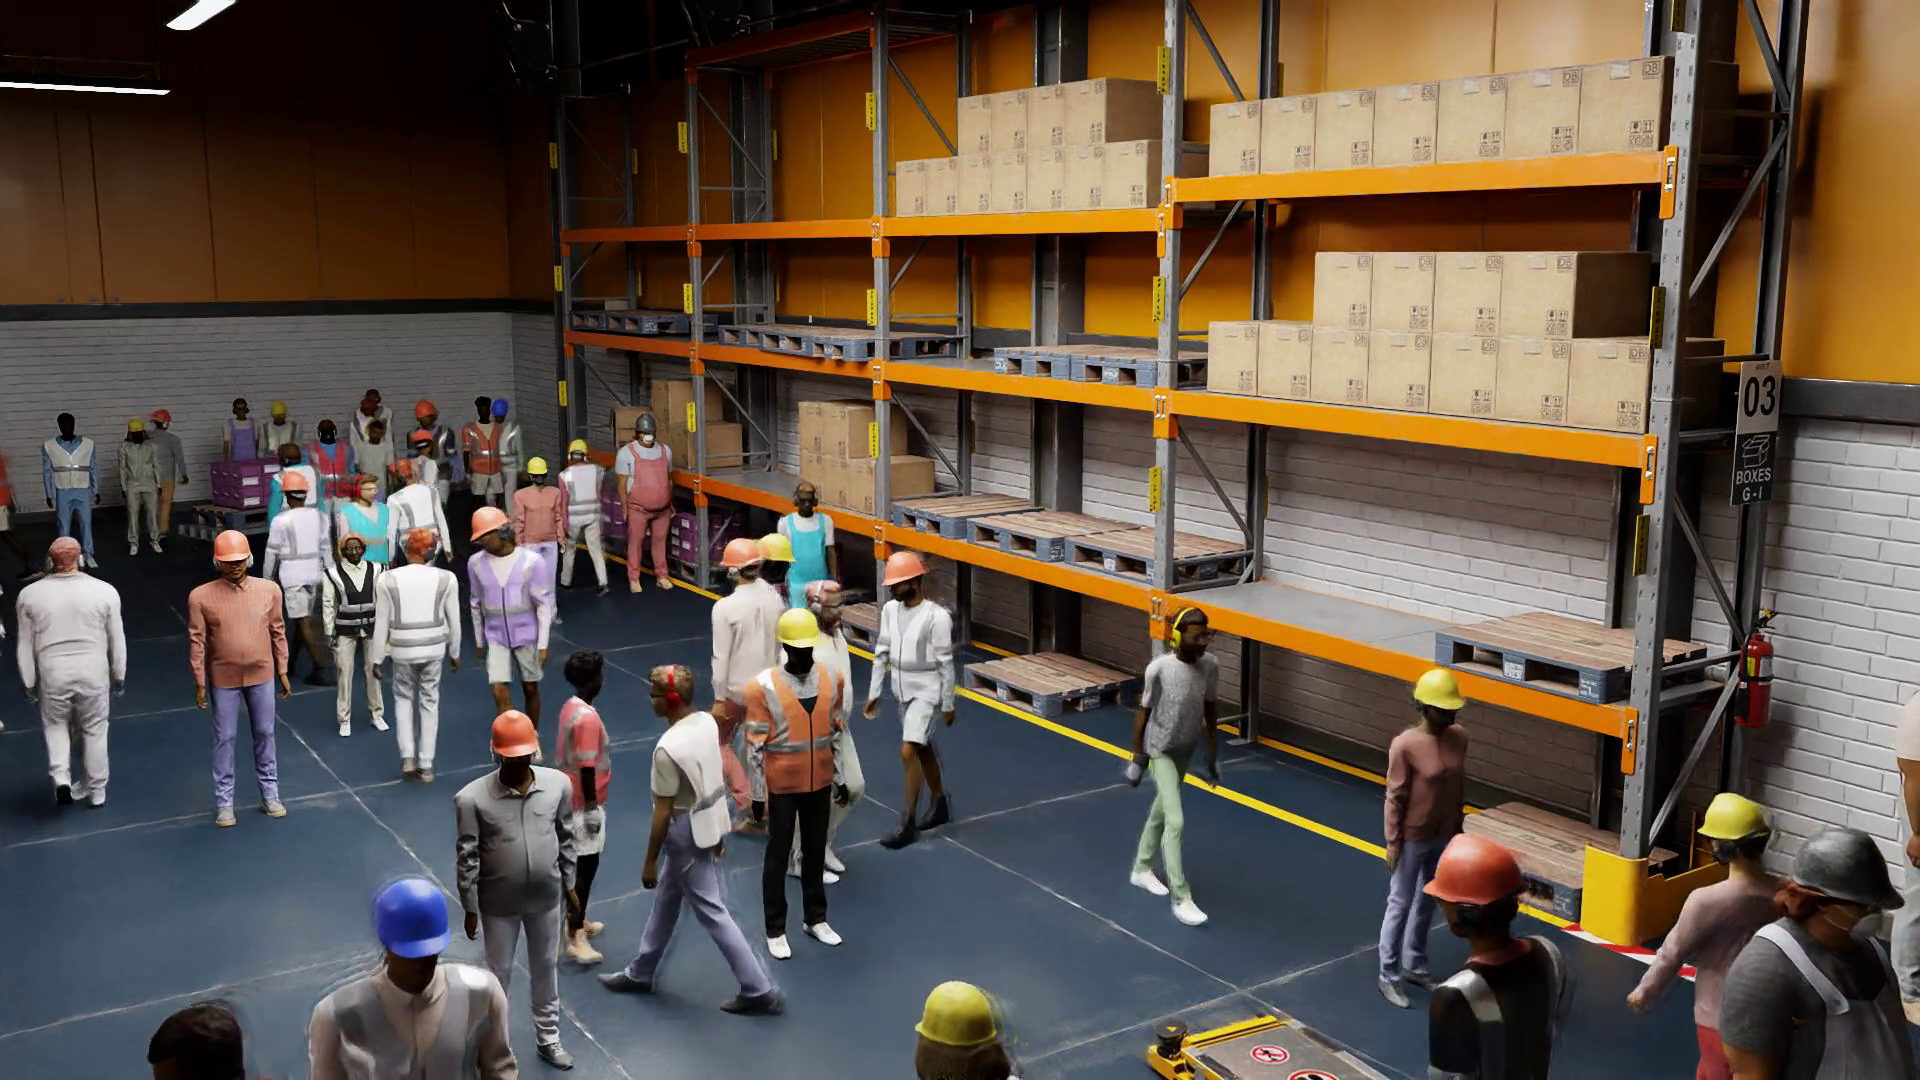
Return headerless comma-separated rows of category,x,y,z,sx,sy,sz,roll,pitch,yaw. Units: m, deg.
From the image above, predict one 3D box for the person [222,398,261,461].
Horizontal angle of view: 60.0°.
person,-10.004,-1.066,23.246,0.520,1.844,0.331,-6,12,-34

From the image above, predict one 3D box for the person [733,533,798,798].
person,-1.223,0.893,11.625,0.858,1.883,0.597,-1,10,-7

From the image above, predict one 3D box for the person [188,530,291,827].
person,-4.825,0.917,11.174,0.625,1.991,0.392,-6,12,-34

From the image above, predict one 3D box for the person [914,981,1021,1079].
person,0.027,2.129,4.846,0.392,1.726,0.499,7,12,36

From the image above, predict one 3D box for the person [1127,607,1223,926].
person,1.282,1.267,9.653,0.505,1.811,0.904,-7,12,-34

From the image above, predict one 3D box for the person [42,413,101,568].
person,-10.827,-0.598,20.284,0.600,1.917,0.377,-6,12,-34

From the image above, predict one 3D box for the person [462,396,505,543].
person,-6.309,-0.943,22.167,0.617,1.964,0.361,-6,12,-34

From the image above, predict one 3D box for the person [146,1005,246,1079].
person,-1.883,2.137,4.346,0.659,1.875,0.685,4,10,20

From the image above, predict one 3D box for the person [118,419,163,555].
person,-10.488,-0.685,21.310,0.494,1.743,0.304,-6,12,-34

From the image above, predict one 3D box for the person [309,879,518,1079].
person,-1.627,1.985,5.108,0.621,1.911,0.935,-6,12,-33

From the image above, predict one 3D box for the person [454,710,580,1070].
person,-2.024,1.632,7.682,0.575,1.749,0.334,-6,12,-34

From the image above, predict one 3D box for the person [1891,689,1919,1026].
person,4.963,1.392,8.246,0.690,2.000,0.538,-6,12,-34

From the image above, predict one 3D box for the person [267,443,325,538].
person,-7.194,-0.140,17.863,0.608,1.820,0.646,5,11,26

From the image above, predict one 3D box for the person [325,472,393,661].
person,-5.593,0.258,15.590,0.845,1.821,0.566,5,11,27

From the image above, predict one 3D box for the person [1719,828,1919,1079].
person,2.752,1.895,5.296,0.690,2.000,0.538,-6,12,-34

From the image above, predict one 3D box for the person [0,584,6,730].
person,-7.910,0.711,13.255,0.542,1.695,0.316,-6,12,-34

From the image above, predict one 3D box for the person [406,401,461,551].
person,-6.734,-0.786,21.198,0.618,1.978,1.059,1,10,4

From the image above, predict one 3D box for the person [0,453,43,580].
person,-11.322,-0.451,19.479,1.003,1.909,0.619,-2,10,-14

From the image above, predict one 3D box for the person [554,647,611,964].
person,-2.059,1.434,9.103,0.322,1.659,0.705,-3,10,-16

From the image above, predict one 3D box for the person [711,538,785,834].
person,-1.411,0.968,10.907,0.444,1.977,0.649,8,13,40

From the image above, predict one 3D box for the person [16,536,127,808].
person,-6.086,0.921,11.437,0.663,1.893,0.444,-4,11,-24

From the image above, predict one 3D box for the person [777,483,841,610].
person,-1.332,0.400,14.738,0.518,1.803,0.902,-3,10,-16

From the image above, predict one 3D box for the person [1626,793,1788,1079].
person,2.948,1.829,6.583,0.532,1.724,0.851,-5,11,-27

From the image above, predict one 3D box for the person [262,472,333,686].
person,-5.924,0.343,14.831,0.814,1.905,0.574,6,11,31

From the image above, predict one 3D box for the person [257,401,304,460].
person,-9.437,-1.025,23.118,0.600,1.805,0.732,-2,10,-12

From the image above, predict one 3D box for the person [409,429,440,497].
person,-5.889,-0.264,18.454,0.413,1.891,0.739,-8,13,-40

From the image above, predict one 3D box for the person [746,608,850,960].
person,-0.869,1.308,9.072,0.595,1.925,0.371,-6,12,-34

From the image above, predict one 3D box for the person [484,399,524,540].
person,-6.140,-0.938,22.292,0.620,1.914,0.455,0,10,2

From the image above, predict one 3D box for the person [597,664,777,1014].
person,-1.378,1.498,8.372,0.999,1.794,0.570,2,10,11

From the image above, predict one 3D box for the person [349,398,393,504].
person,-8.264,-1.077,23.343,0.592,1.834,0.986,-5,11,-25

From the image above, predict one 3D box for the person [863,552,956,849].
person,-0.357,1.022,10.831,0.552,1.891,0.871,9,13,43

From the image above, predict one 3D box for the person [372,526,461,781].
person,-3.959,0.824,12.116,0.641,1.862,0.476,-4,10,-20

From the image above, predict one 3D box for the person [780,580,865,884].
person,-0.835,1.164,10.028,0.449,1.885,0.665,4,10,22

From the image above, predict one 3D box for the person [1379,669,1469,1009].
person,2.368,1.505,8.460,0.548,1.755,0.407,-6,11,-30

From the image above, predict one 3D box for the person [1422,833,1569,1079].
person,1.679,1.914,5.216,0.620,2.019,0.696,-7,12,-37

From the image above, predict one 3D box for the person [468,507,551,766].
person,-3.314,0.750,12.189,0.616,1.973,0.891,0,10,-2

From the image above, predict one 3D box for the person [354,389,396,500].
person,-8.743,-1.345,24.881,0.575,1.843,0.375,-6,12,-34

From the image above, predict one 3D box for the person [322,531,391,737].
person,-4.798,0.739,13.255,0.525,1.639,0.307,-6,12,-34

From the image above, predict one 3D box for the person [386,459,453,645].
person,-5.378,0.110,16.375,0.917,1.835,0.636,6,11,32

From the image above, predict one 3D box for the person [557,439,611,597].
person,-4.232,-0.248,18.674,0.573,1.781,0.902,-6,11,-32

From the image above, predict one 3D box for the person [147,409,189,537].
person,-10.856,-0.921,22.731,0.571,1.732,0.600,2,10,14

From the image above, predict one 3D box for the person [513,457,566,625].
person,-4.312,0.021,17.100,0.535,1.767,0.315,-6,12,-34

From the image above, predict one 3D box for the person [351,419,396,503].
person,-7.247,-0.582,20.504,0.584,1.809,0.955,-5,11,-28

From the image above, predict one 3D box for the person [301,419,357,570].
person,-7.663,-0.556,20.268,0.636,1.842,0.429,-6,12,-34

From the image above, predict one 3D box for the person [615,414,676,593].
person,-3.529,-0.426,18.916,0.690,2.000,0.538,-6,12,-34

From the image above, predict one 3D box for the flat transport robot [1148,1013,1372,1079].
flat transport robot,1.493,2.437,7.299,0.652,0.197,1.431,-5,11,-27
